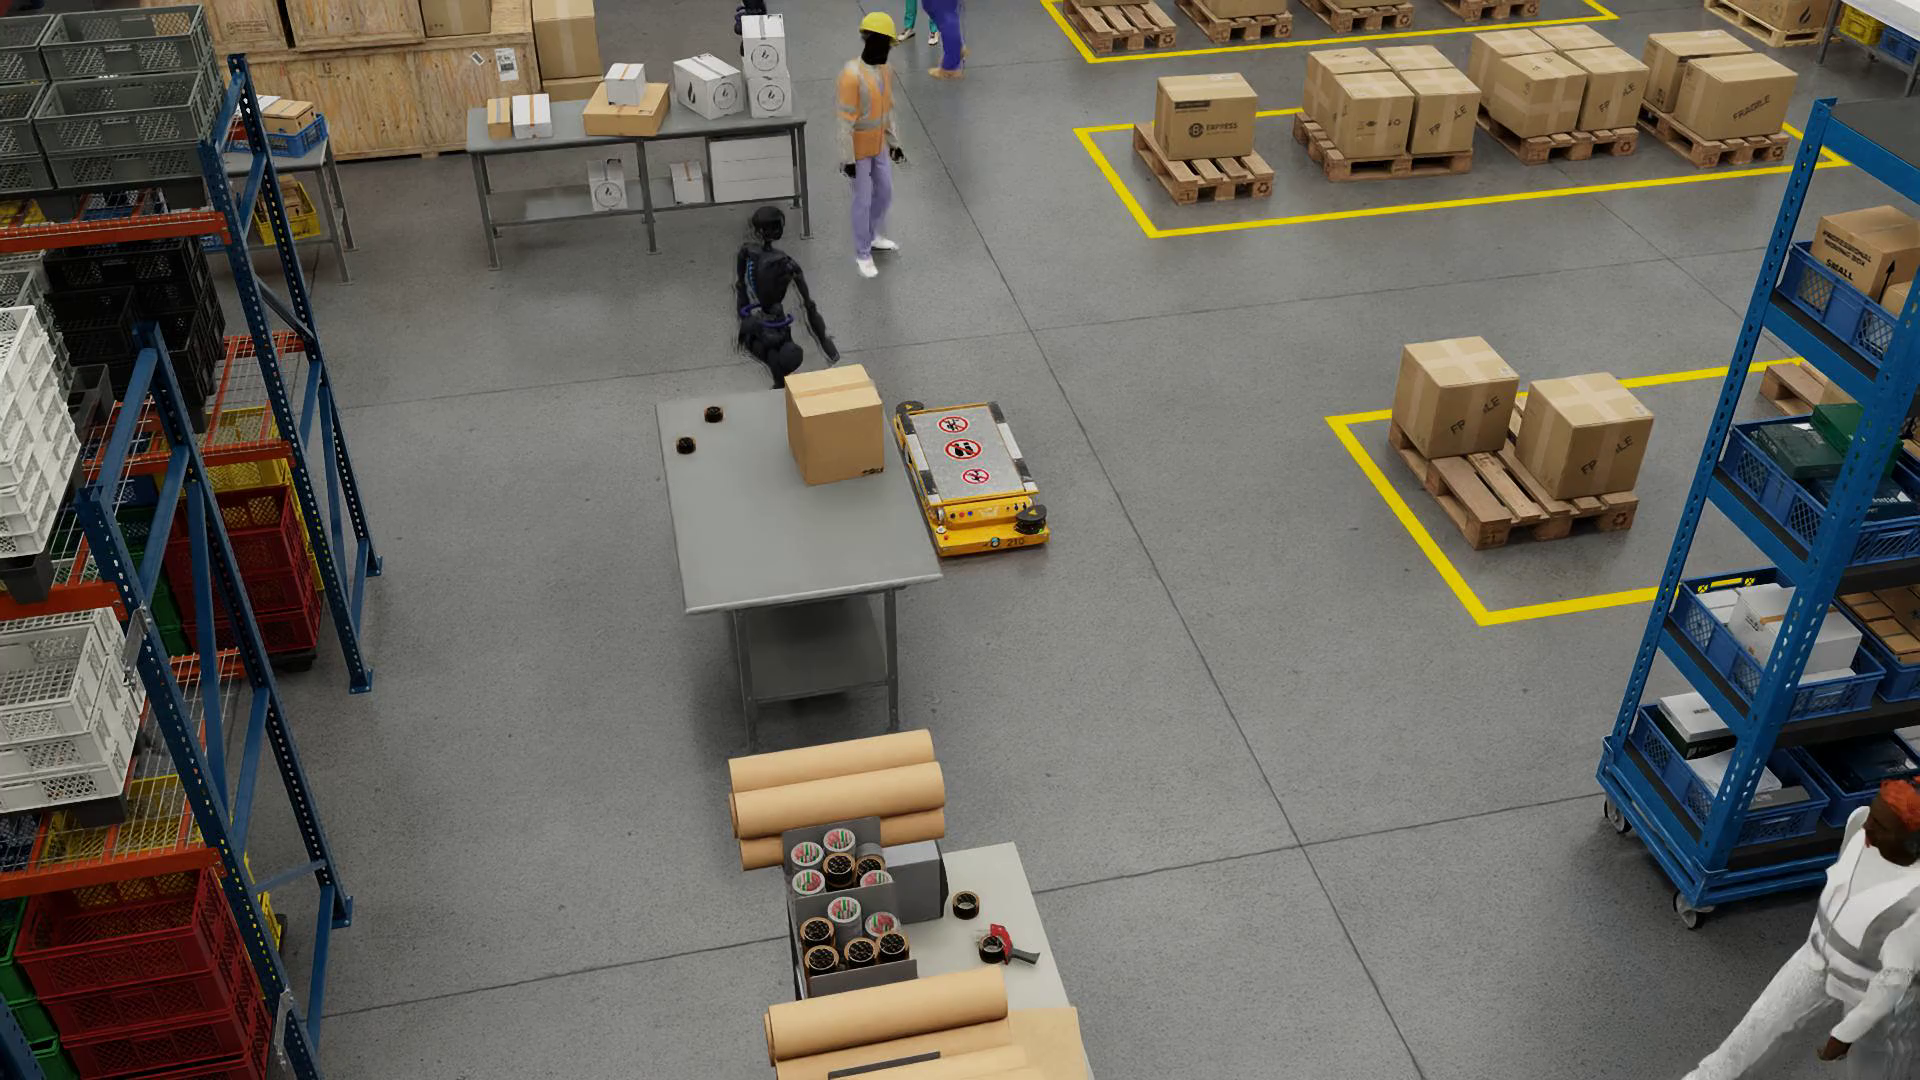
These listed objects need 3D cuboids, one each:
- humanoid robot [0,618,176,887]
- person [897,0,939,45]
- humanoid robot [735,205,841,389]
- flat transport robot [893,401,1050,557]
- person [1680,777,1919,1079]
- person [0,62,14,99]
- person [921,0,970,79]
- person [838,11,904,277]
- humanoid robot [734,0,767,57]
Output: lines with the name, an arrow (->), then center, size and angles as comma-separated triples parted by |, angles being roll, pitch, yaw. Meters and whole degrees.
humanoid robot -> -3.753, 0.965, 7.079 | 0.391, 1.646, 0.679 | 24, 43, 28
person -> -0.380, -5.629, 15.865 | 0.522, 1.766, 0.311 | 12, 38, 15
humanoid robot -> -1.063, -1.255, 10.062 | 0.538, 1.640, 0.599 | -30, 46, -34
flat transport robot -> 0.046, -0.430, 10.108 | 0.652, 0.197, 1.431 | -8, 37, -10
person -> 3.218, 1.587, 6.112 | 0.975, 1.831, 0.594 | -5, 37, -6
person -> -8.366, -4.403, 14.025 | 0.376, 1.997, 0.610 | -26, 44, -30
person -> -0.158, -5.180, 15.032 | 0.536, 2.000, 0.710 | 3, 37, 4
person -> -0.692, -2.852, 12.049 | 0.377, 1.880, 0.653 | 19, 40, 23
humanoid robot -> -1.755, -4.328, 14.188 | 0.360, 1.648, 0.570 | 0, 37, 0
